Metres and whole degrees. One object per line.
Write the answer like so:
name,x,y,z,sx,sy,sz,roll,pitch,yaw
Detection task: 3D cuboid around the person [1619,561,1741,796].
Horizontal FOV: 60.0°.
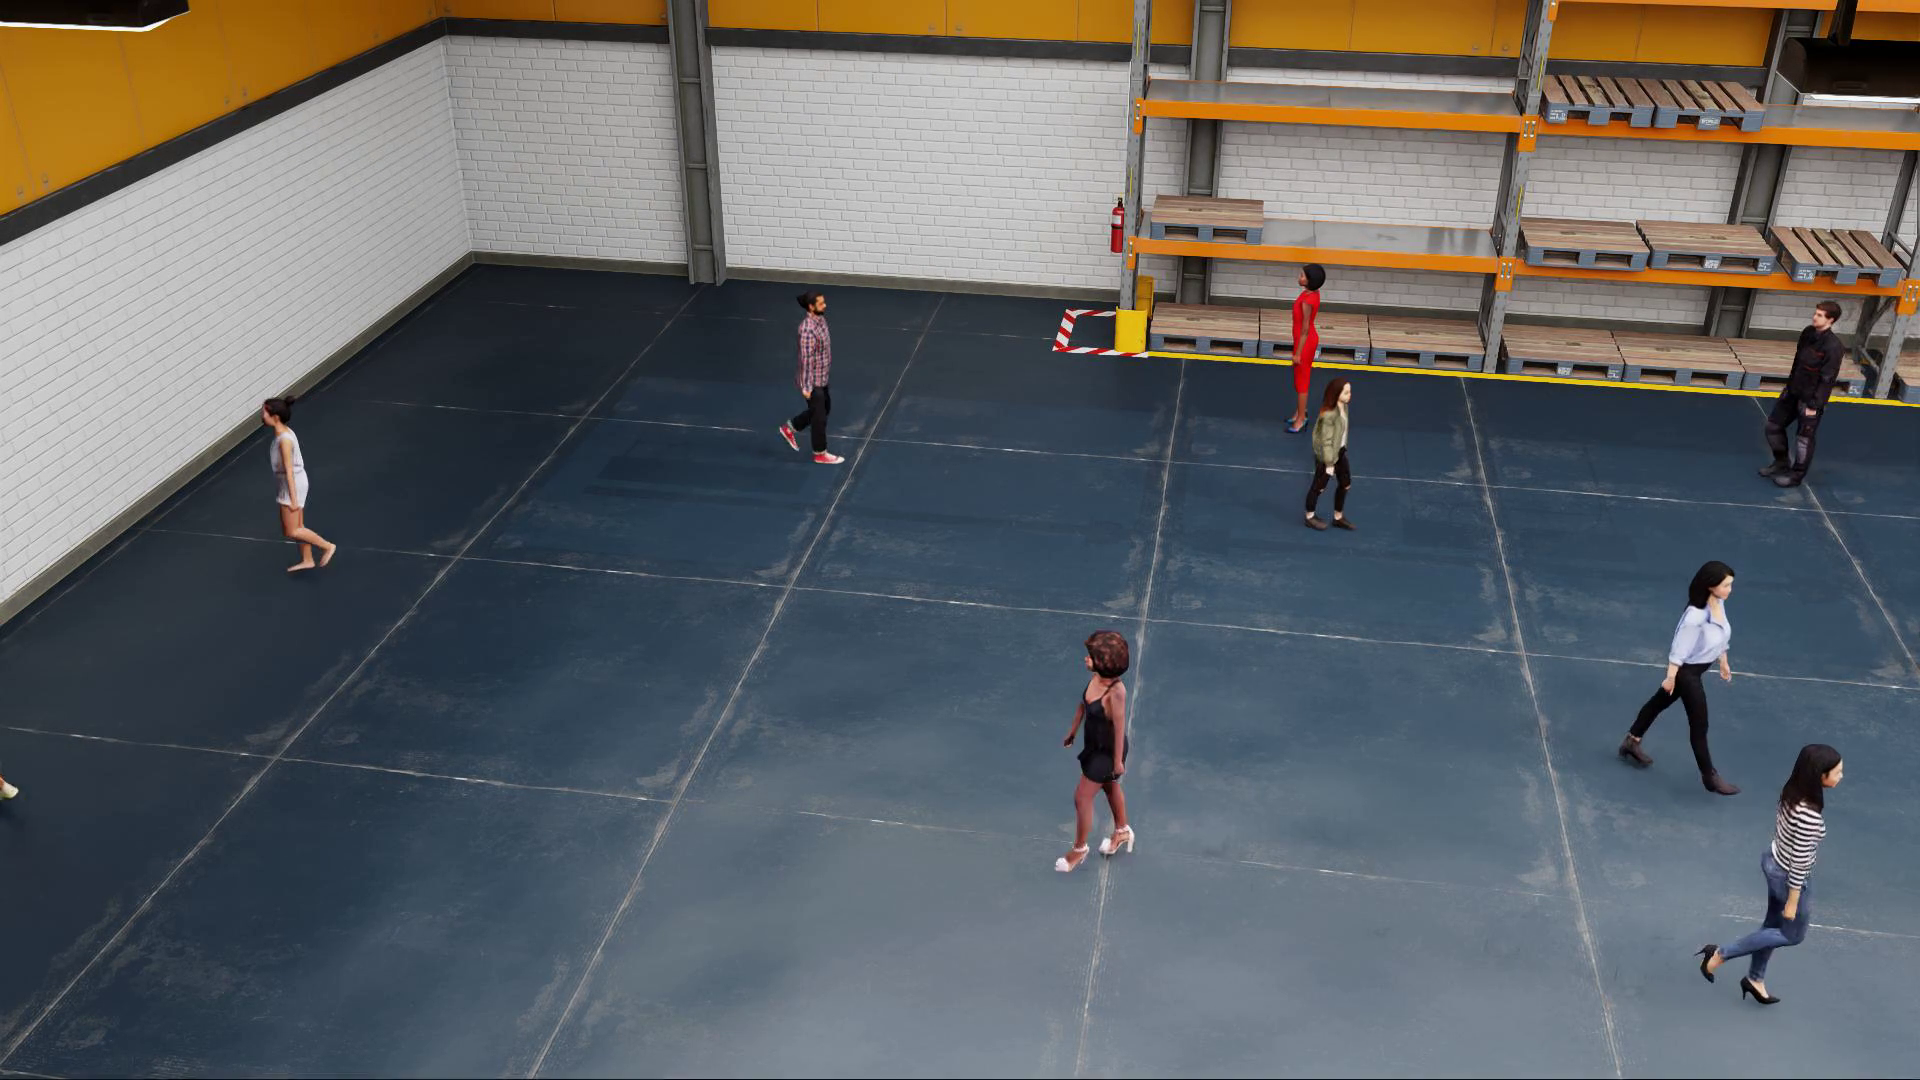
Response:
person,4.902,0.882,11.420,1.176,1.704,0.980,21,35,33

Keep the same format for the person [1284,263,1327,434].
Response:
person,3.414,-1.908,16.493,0.497,1.744,0.569,6,29,11

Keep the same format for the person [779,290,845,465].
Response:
person,-1.462,-1.544,15.822,0.885,1.748,0.720,3,29,6

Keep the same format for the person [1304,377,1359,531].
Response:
person,3.205,-0.764,14.690,0.831,1.463,0.762,20,35,32

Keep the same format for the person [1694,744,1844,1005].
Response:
person,4.583,1.922,9.431,0.739,1.782,0.626,6,29,11

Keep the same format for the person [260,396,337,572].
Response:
person,-5.535,-0.451,13.976,0.793,1.597,0.731,-13,31,-22

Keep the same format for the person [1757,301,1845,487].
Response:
person,7.904,-1.344,15.371,0.786,1.828,0.829,-5,29,-9

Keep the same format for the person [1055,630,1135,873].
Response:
person,0.999,1.324,10.544,0.887,1.767,0.741,-5,29,-9
